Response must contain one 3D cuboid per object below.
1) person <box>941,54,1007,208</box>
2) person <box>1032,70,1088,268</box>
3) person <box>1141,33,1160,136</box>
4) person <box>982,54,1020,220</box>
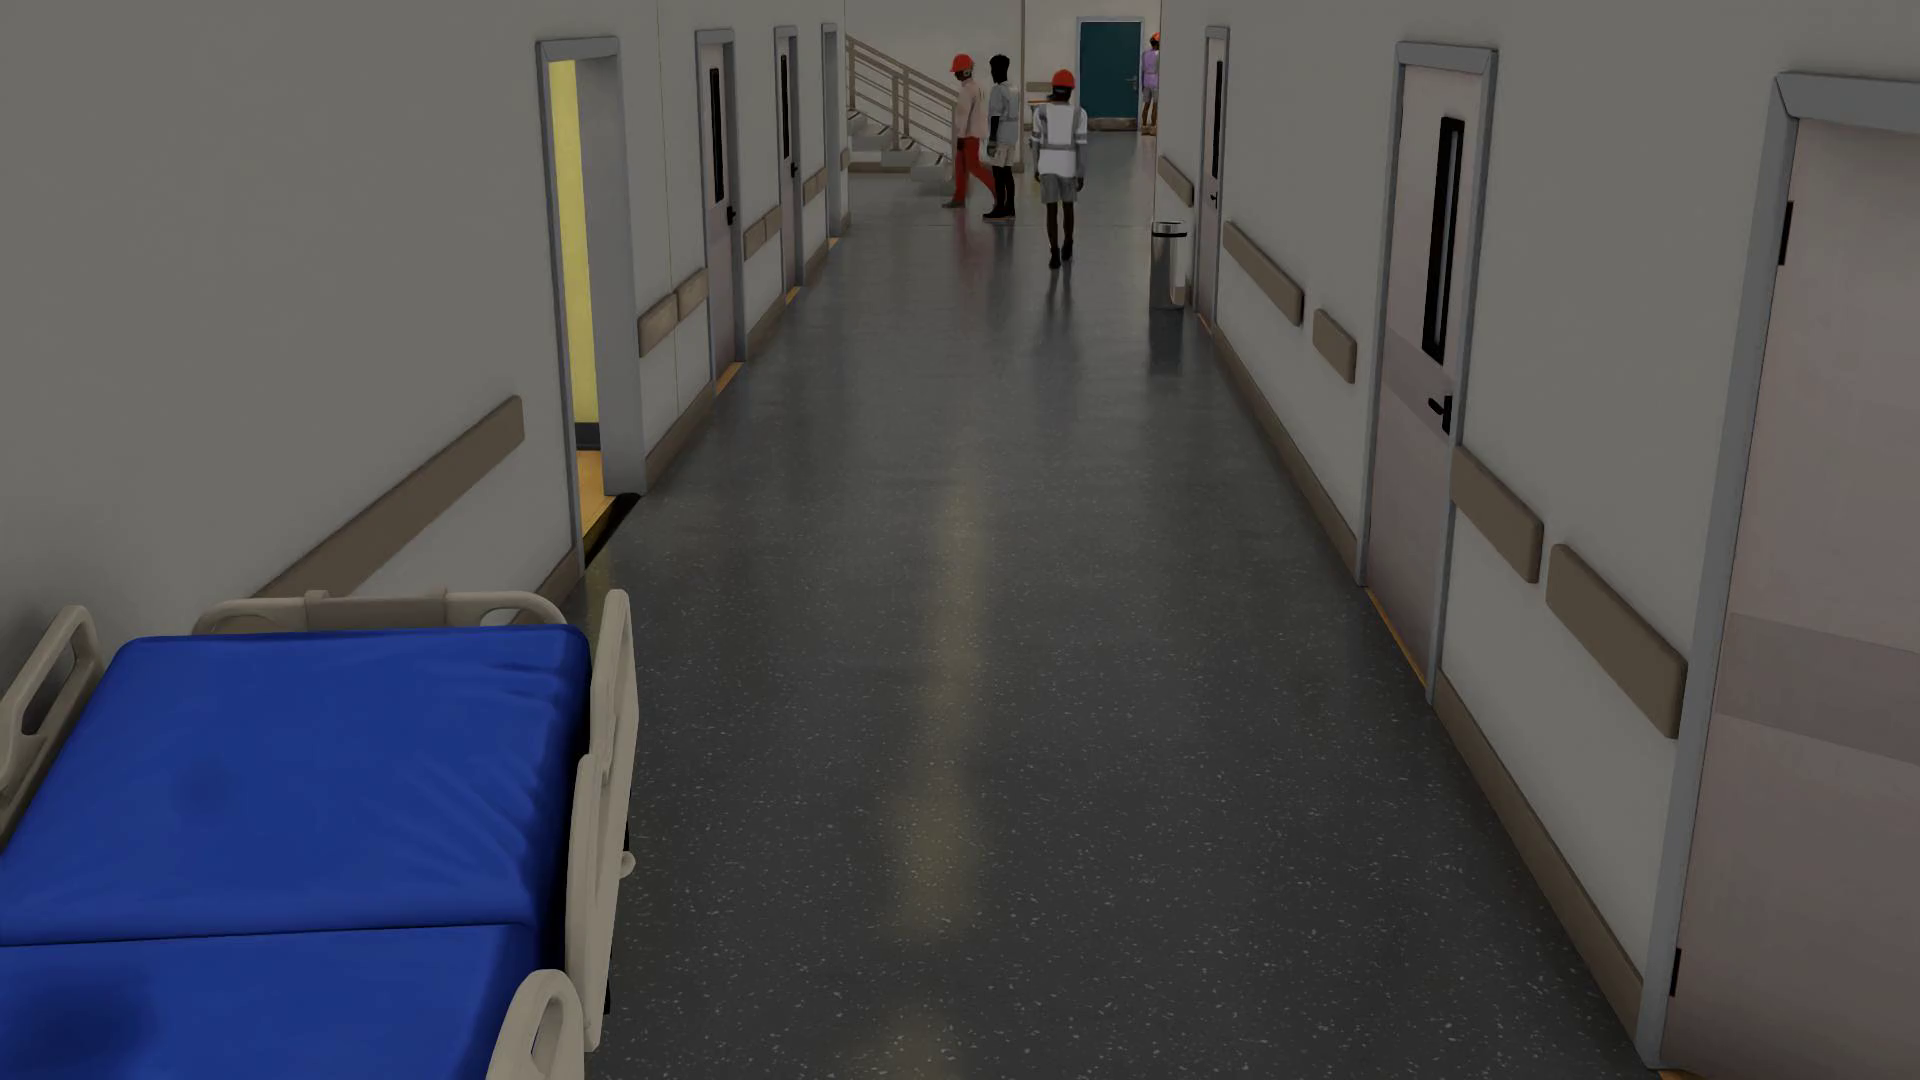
[{"bbox_3d":[0.215,-5.136,21.006,0.870,1.950,0.633,2,18,7],"label":"person"},{"bbox_3d":[0.987,-3.702,16.576,0.548,1.890,0.931,1,18,3],"label":"person"},{"bbox_3d":[3.942,-9.247,33.776,0.411,2.033,0.613,-16,24,-41],"label":"person"},{"bbox_3d":[0.509,-4.866,20.135,0.386,1.952,0.614,8,19,24],"label":"person"}]
